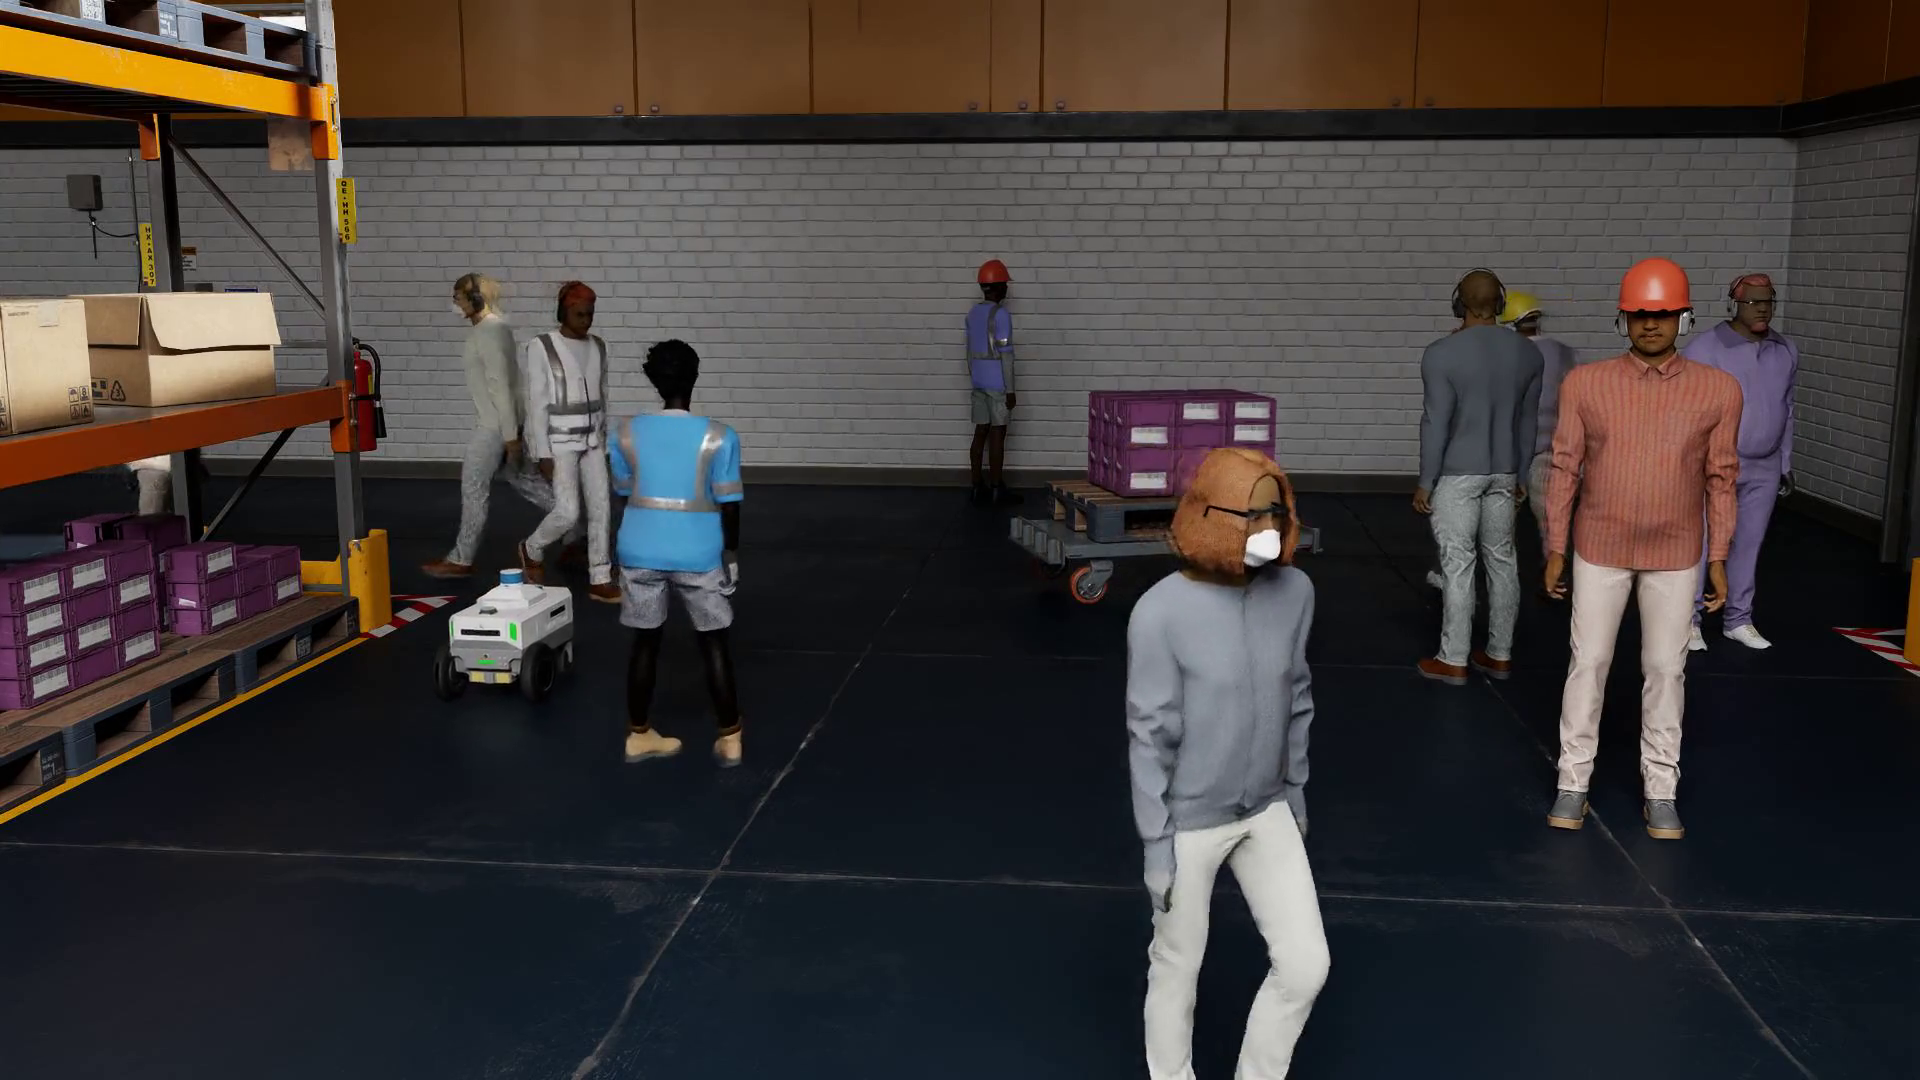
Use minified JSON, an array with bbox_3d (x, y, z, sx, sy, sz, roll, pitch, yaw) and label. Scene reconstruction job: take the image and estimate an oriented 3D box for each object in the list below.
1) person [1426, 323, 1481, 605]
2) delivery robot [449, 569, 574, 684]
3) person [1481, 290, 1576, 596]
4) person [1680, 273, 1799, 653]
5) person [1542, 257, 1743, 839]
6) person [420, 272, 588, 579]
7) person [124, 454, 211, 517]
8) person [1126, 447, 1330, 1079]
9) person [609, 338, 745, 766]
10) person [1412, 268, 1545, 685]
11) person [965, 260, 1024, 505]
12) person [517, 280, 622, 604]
[{"bbox_3d":[2.911,-0.446,9.682,0.516,1.626,0.644,-6,12,-32],"label":"person"},{"bbox_3d":[-2.051,0.376,7.640,0.477,0.478,0.707,1,10,8],"label":"delivery robot"},{"bbox_3d":[3.351,-0.572,9.793,0.593,1.798,0.850,-1,10,-4],"label":"person"},{"bbox_3d":[3.920,-0.380,8.374,0.652,1.906,0.402,-2,10,-10],"label":"person"},{"bbox_3d":[2.335,0.035,5.739,0.622,1.994,0.381,3,10,19],"label":"person"},{"bbox_3d":[-2.807,-0.707,10.308,1.010,1.905,0.653,-2,10,-10],"label":"person"},{"bbox_3d":[-4.590,-0.404,9.432,0.526,1.602,0.820,9,13,42],"label":"person"},{"bbox_3d":[0.593,0.613,3.491,0.533,1.614,0.521,-6,11,-29],"label":"person"},{"bbox_3d":[-1.087,0.058,6.487,0.528,1.684,0.410,0,10,0],"label":"person"},{"bbox_3d":[2.399,-0.289,7.766,0.629,1.936,0.371,-3,10,-18],"label":"person"},{"bbox_3d":[0.269,-1.248,13.242,0.354,1.942,0.545,-7,12,-35],"label":"person"},{"bbox_3d":[-2.263,-0.549,9.503,0.605,1.853,0.593,7,12,37],"label":"person"}]
